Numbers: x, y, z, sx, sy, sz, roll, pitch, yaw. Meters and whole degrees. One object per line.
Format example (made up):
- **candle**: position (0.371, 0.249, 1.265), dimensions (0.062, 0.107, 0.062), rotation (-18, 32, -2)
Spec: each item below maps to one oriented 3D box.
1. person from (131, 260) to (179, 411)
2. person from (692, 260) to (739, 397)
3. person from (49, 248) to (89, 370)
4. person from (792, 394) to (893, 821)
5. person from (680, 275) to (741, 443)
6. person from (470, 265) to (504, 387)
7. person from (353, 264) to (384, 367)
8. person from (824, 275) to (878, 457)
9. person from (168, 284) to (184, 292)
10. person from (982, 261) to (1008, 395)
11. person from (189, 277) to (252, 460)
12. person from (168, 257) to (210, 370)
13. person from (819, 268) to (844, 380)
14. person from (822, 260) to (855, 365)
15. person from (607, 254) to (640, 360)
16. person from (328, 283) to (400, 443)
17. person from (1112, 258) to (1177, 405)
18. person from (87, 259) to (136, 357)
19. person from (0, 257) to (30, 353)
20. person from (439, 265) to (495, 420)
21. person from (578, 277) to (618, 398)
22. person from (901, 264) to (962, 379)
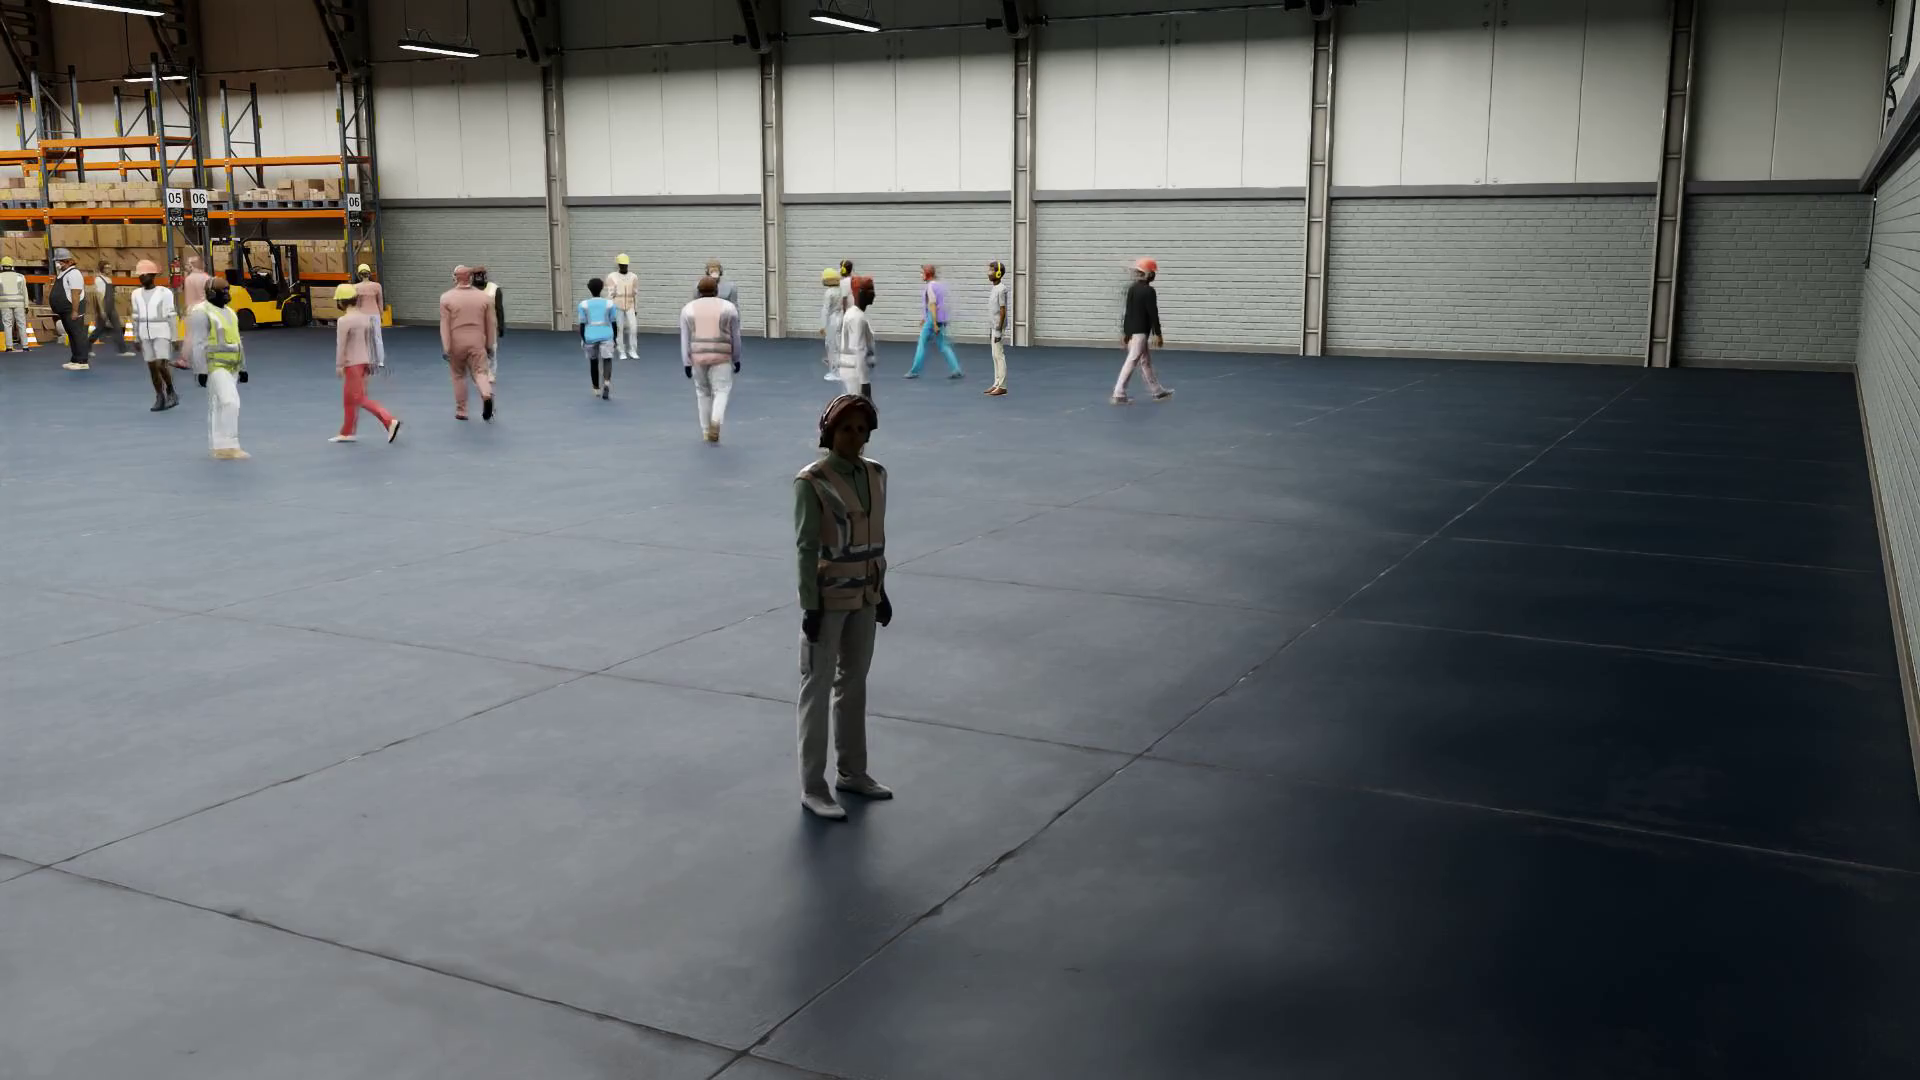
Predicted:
- **person**: position (-10.277, -2.596, 21.199), dimensions (0.566, 1.925, 0.427), rotation (1, 10, 5)
- **person**: position (-3.441, -2.990, 23.445), dimensions (0.639, 1.901, 0.976), rotation (-3, 11, -15)
- **person**: position (-14.972, -3.881, 27.907), dimensions (0.535, 2.000, 0.680), rotation (-10, 14, -42)
- **person**: position (-0.455, 0.248, 6.494), dimensions (0.315, 1.636, 0.515), rotation (7, 13, 35)
- **person**: position (-2.693, -1.941, 17.949), dimensions (0.626, 1.818, 0.745), rotation (0, 10, 2)
- **person**: position (-7.145, -3.216, 24.928), dimensions (0.633, 1.814, 0.854), rotation (-2, 11, -9)
- **person**: position (-10.031, -3.790, 28.183), dimensions (0.522, 1.761, 0.327), rotation (-9, 14, -41)
- **person**: position (-0.961, -1.513, 15.457), dimensions (0.455, 1.874, 0.586), rotation (-1, 10, -4)
- **person**: position (-18.578, -5.912, 39.472), dimensions (0.329, 1.865, 0.507), rotation (3, 11, 18)
- **person**: position (0.504, -2.970, 23.396), dimensions (0.328, 1.877, 0.511), rotation (-2, 11, -10)
- **person**: position (-7.273, -1.701, 16.599), dimensions (0.633, 1.825, 0.654), rotation (1, 10, 5)
- **person**: position (-12.765, -3.755, 27.677), dimensions (0.932, 1.864, 0.679), rotation (2, 11, 13)
- **person**: position (-2.045, -3.329, 25.714), dimensions (0.490, 1.726, 0.513), rotation (4, 11, 19)
- **person**: position (-1.897, -3.842, 28.323), dimensions (0.993, 1.815, 0.537), rotation (9, 13, 39)
- **person**: position (-6.032, -4.185, 29.942), dimensions (0.596, 1.904, 0.674), rotation (-5, 12, -26)
- **person**: position (-6.465, -1.894, 17.926), dimensions (0.816, 1.735, 0.525), rotation (1, 10, 7)
- **person**: position (2.464, -2.765, 22.107), dimensions (1.033, 1.933, 0.643), rotation (-4, 11, -19)
- **person**: position (-15.724, -4.234, 30.495), dimensions (0.909, 1.811, 0.524), rotation (0, 10, 0)
- **person**: position (-18.123, -4.487, 31.777), dimensions (0.586, 1.833, 0.403), rotation (-7, 13, -34)
- **person**: position (-5.934, -2.367, 20.080), dimensions (0.650, 1.885, 0.747), rotation (-7, 12, -33)
- **person**: position (-4.976, -2.781, 22.911), dimensions (0.535, 1.675, 0.762), rotation (-2, 11, -11)
- **person**: position (-0.410, -3.398, 25.956), dimensions (0.955, 1.809, 0.569), rotation (2, 11, 12)
